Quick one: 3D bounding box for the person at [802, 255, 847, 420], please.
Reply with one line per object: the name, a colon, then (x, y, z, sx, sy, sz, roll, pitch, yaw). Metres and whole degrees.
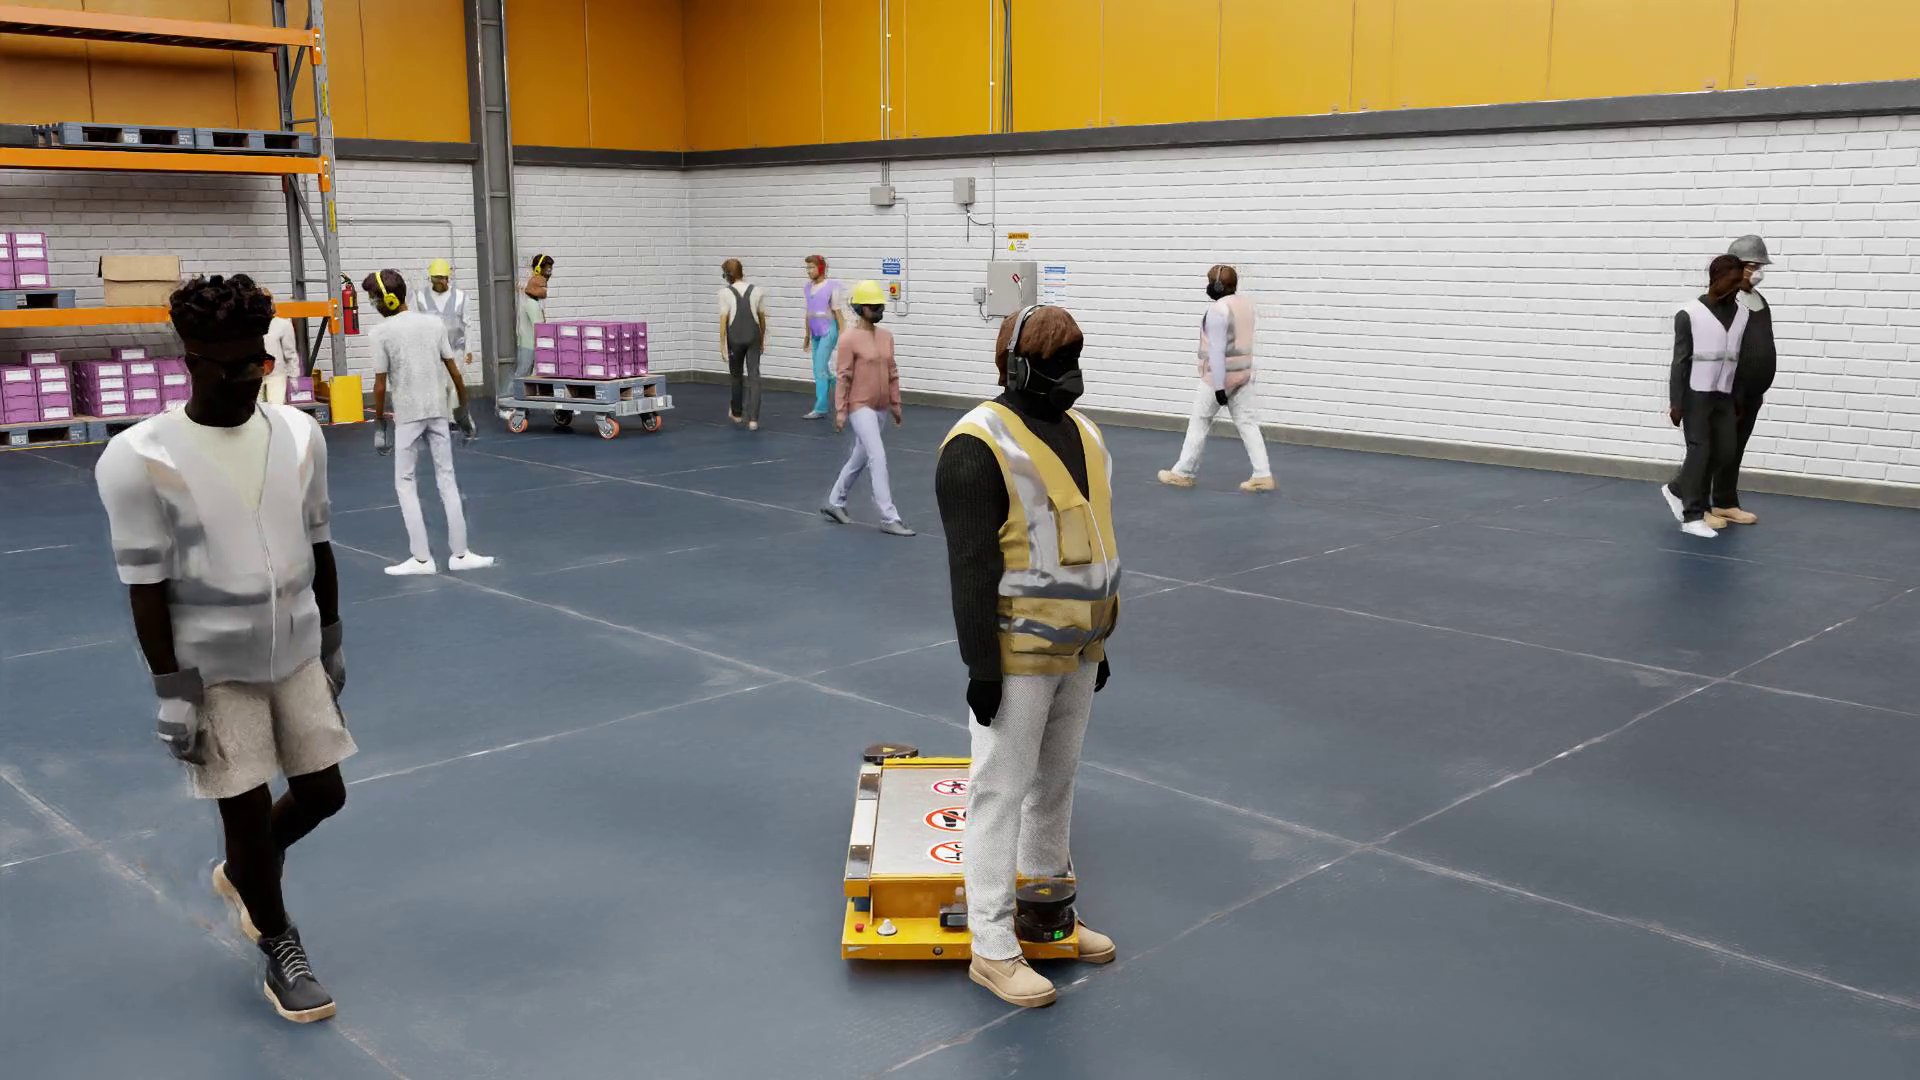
person: (-1.465, -2.254, 18.451, 0.743, 1.814, 0.569, -8, 13, -35)

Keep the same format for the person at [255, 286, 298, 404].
person: (-5.989, -1.397, 14.377, 0.508, 1.598, 0.832, -2, 11, -10)

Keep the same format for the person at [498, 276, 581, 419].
person: (-4.687, -2.107, 18.284, 0.880, 1.584, 0.487, -1, 10, -8)

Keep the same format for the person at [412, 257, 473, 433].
person: (-5.313, -2.000, 17.107, 0.605, 1.808, 0.617, -3, 11, -15)

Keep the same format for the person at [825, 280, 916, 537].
person: (-0.645, -0.916, 11.402, 0.884, 1.724, 0.532, 8, 13, 36)

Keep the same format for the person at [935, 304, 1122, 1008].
person: (0.214, 0.296, 4.474, 0.429, 1.844, 0.627, 7, 13, 35)

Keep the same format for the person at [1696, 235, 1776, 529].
person: (5.371, -1.099, 11.538, 0.690, 2.000, 0.535, -6, 12, -30)

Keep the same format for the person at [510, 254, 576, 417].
person: (-4.688, -2.256, 18.475, 0.861, 1.808, 0.524, -3, 11, -16)

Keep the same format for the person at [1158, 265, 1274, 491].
person: (2.098, -1.283, 13.245, 0.976, 1.796, 0.627, 9, 14, 40)

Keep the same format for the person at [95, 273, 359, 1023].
person: (-1.866, 0.290, 4.262, 0.567, 1.930, 0.613, 8, 13, 37)

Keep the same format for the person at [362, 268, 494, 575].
person: (-3.185, -0.707, 9.999, 0.693, 1.833, 0.344, -9, 14, -40)

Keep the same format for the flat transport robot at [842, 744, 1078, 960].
flat transport robot: (-0.007, 0.941, 5.243, 0.652, 0.197, 1.431, 0, 10, -1)

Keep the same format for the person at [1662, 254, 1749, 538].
person: (5.030, -0.980, 11.280, 0.621, 1.895, 0.501, -4, 11, -21)

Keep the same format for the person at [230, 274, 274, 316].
person: (-6.760, -1.680, 15.746, 0.547, 1.646, 0.863, 3, 11, 16)

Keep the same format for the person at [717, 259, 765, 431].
person: (-2.286, -2.049, 17.454, 0.536, 1.774, 0.990, -3, 11, -18)
